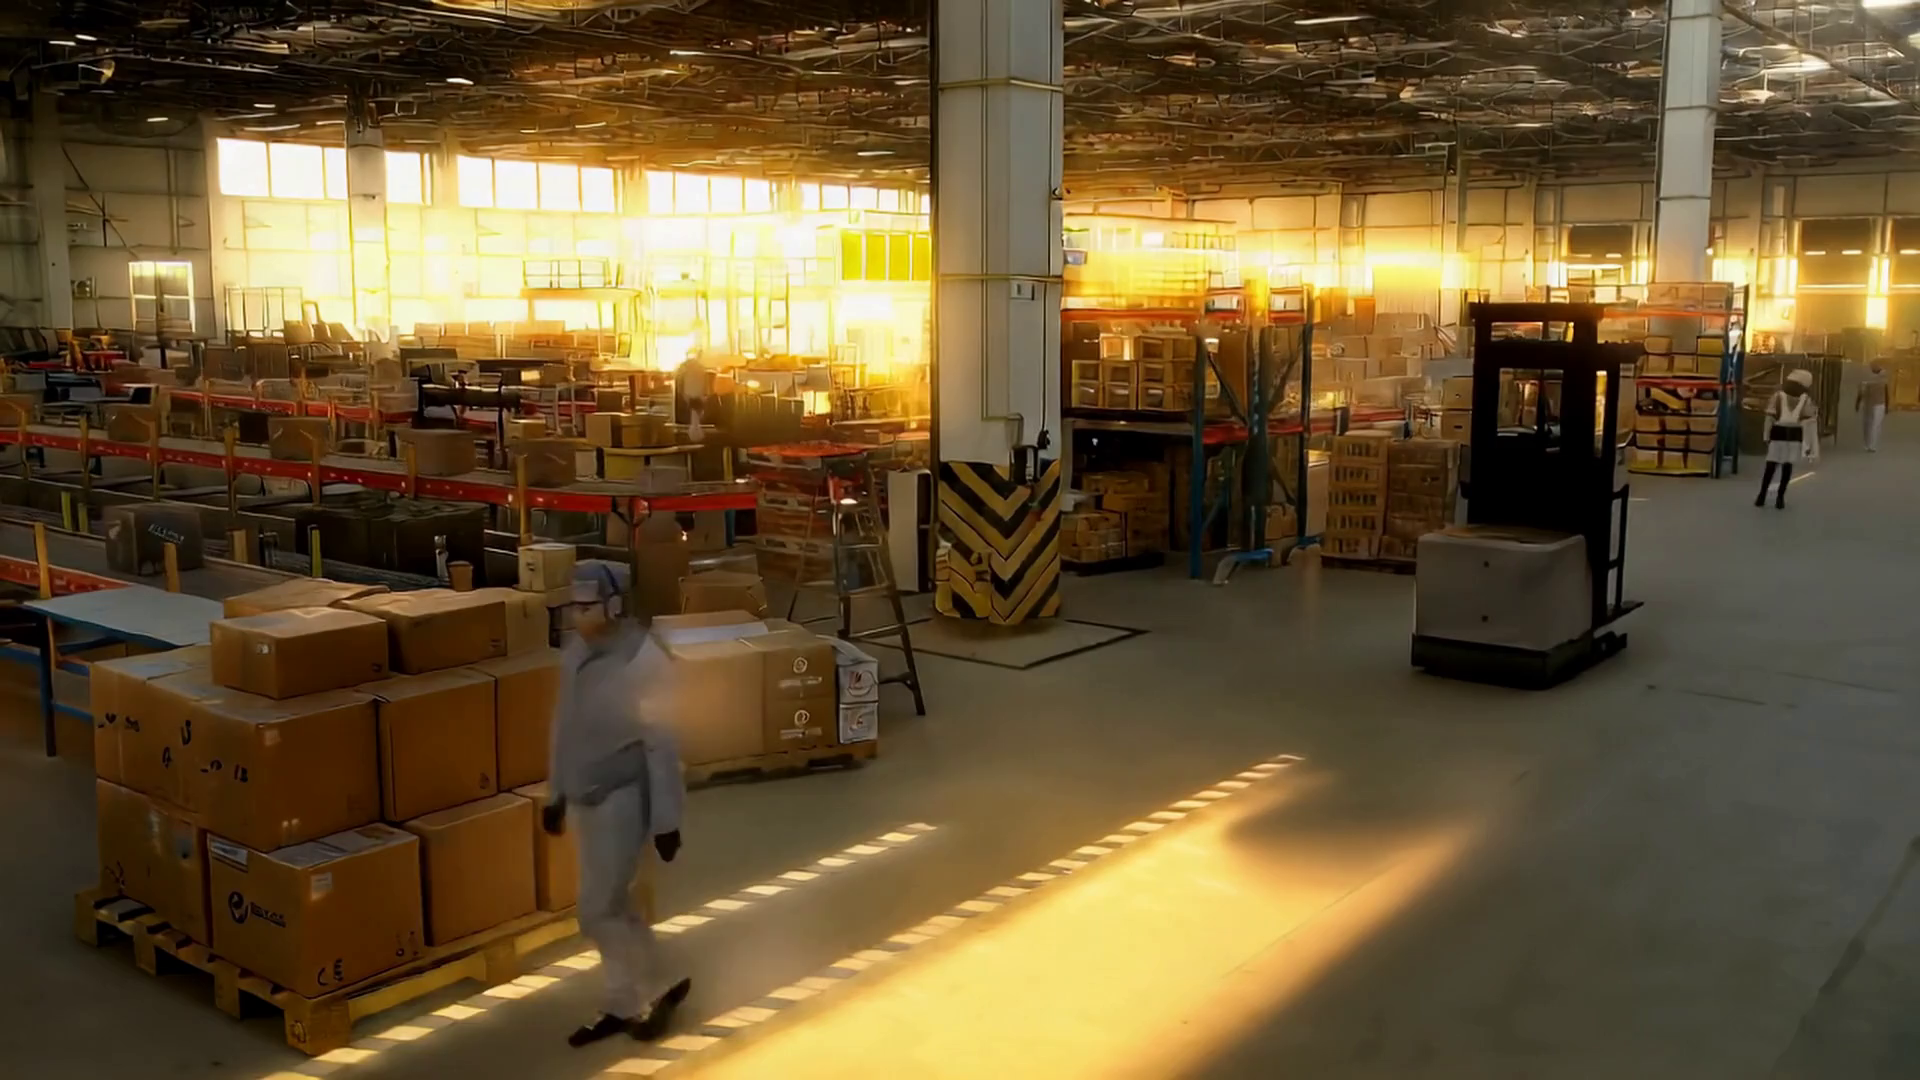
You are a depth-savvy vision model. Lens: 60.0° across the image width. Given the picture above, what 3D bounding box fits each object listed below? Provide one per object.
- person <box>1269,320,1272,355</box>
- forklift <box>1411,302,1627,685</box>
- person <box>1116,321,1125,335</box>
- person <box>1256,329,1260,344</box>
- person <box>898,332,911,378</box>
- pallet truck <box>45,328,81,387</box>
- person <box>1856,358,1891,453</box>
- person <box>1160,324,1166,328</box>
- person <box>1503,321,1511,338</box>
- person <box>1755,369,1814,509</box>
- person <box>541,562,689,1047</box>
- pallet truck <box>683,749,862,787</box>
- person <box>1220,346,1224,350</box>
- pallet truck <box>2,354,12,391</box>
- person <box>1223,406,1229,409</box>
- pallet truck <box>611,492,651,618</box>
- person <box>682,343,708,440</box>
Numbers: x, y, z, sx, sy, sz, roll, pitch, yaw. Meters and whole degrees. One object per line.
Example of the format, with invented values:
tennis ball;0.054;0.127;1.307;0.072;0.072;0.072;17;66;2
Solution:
person;11.976;-7.727;65.369;0.909;1.881;0.593;-2;9;-13
forklift;4.379;-0.438;12.852;1.129;2.768;1.873;7;11;37
person;5.676;-6.990;60.379;0.557;1.899;0.582;-6;10;-35
person;12.403;-8.162;68.392;0.504;1.846;0.345;2;9;13
person;-1.670;-5.522;50.986;0.412;1.730;0.508;8;11;42
pallet truck;-23.775;-4.544;43.495;1.885;1.965;0.823;6;10;35
person;16.703;-2.471;30.420;0.535;1.731;0.867;5;10;32
person;7.160;-6.746;58.898;0.966;1.838;0.586;-3;9;-18
person;26.200;-9.831;79.734;0.963;1.817;0.520;5;10;32
person;11.075;-1.343;22.250;0.594;1.896;0.473;4;9;23
person;-1.362;1.017;6.355;0.436;1.891;0.652;-7;11;-39
pallet truck;-1.426;0.805;10.019;1.601;1.201;0.680;-4;9;-26
person;6.679;-4.272;42.973;0.665;1.612;0.520;-2;9;-14
pallet truck;-24.881;-4.417;42.634;1.885;1.965;0.823;8;11;41
person;5.303;-2.791;32.118;0.670;1.862;0.937;8;12;43
pallet truck;-3.115;0.344;12.883;0.653;1.274;1.630;7;11;37
person;-5.215;-2.895;32.654;0.554;1.916;0.599;4;9;23
